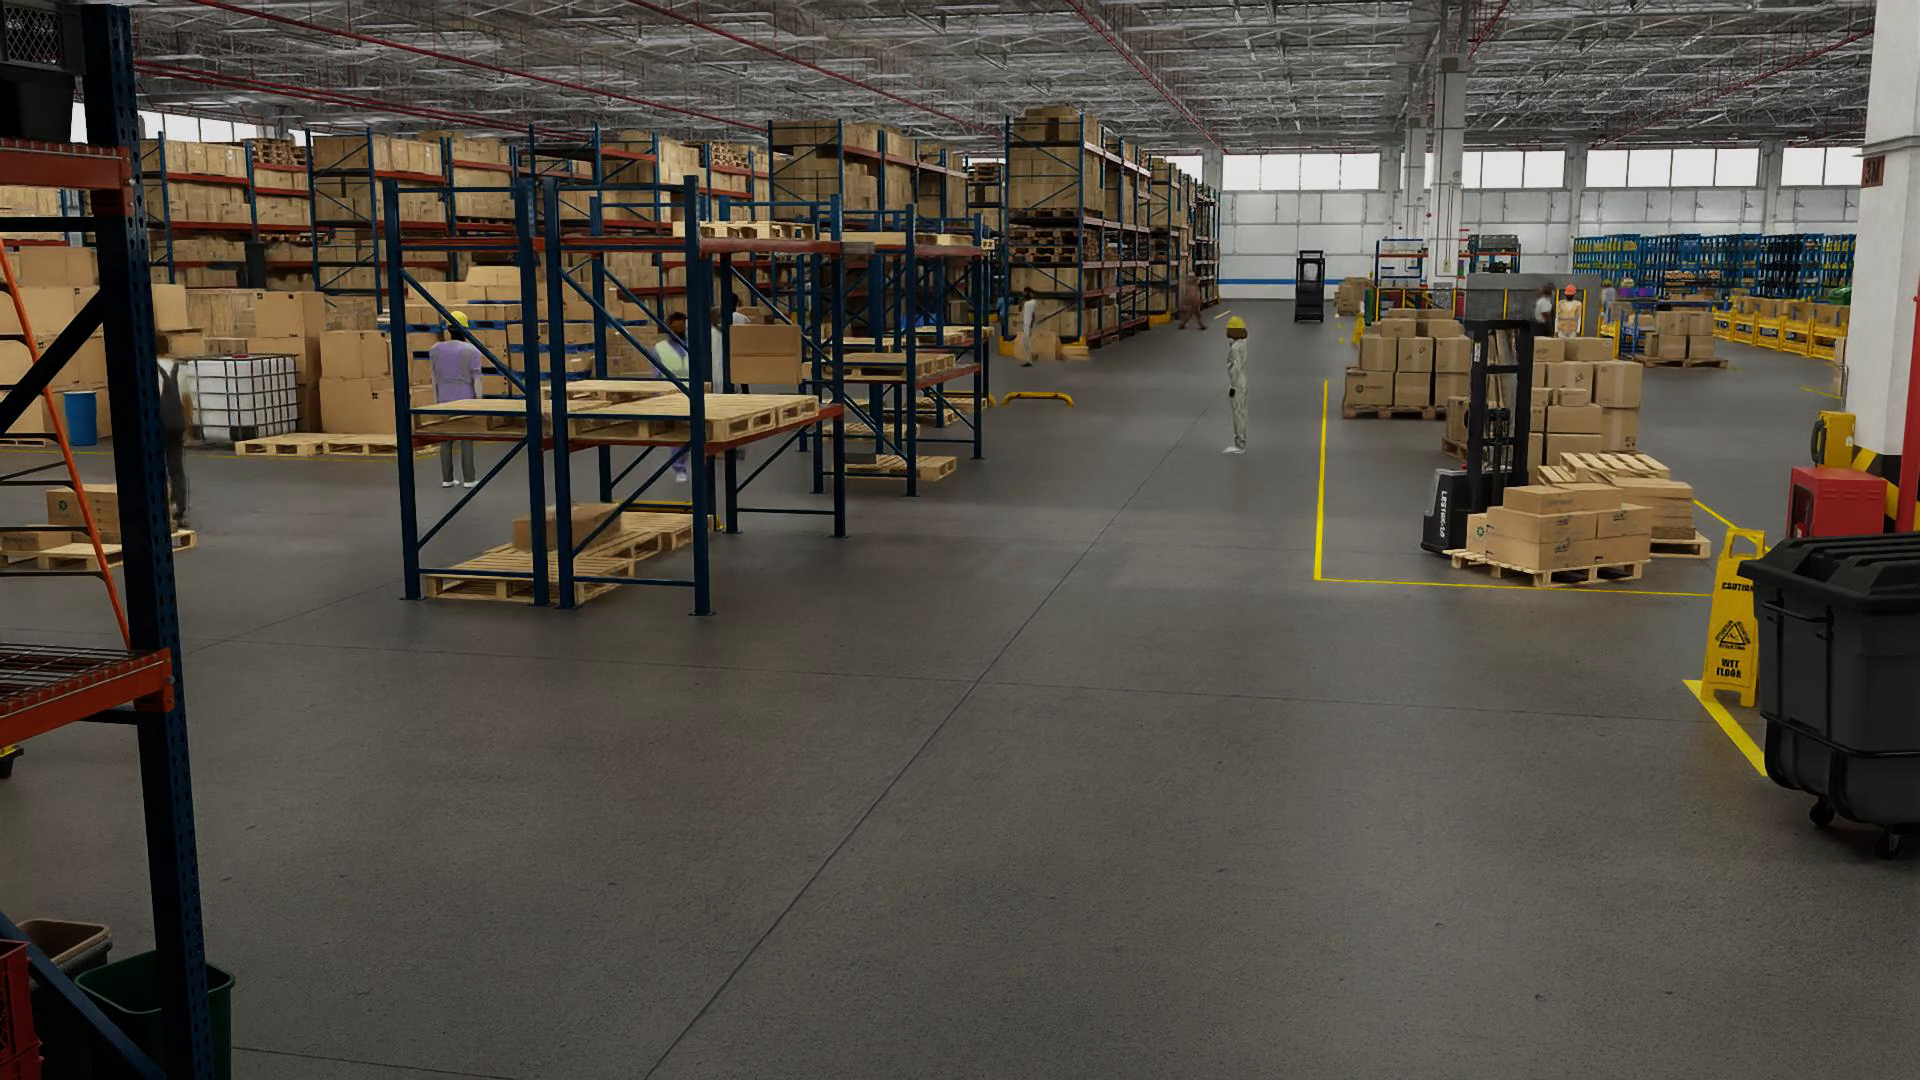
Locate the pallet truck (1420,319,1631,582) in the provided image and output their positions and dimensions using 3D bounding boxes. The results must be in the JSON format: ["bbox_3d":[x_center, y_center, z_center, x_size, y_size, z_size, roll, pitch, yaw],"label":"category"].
[{"bbox_3d":[4.543,-0.757,13.299,0.823,1.965,1.885,-4,10,-22],"label":"pallet truck"}]

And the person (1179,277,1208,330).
[{"bbox_3d":[8.166,-8.278,58.229,0.951,1.871,0.658,3,10,16],"label":"person"}]

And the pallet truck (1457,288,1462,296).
[{"bbox_3d":[20.506,-9.785,68.819,0.653,1.274,1.630,2,10,12],"label":"pallet truck"}]

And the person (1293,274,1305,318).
[{"bbox_3d":[14.193,-10.156,69.294,0.641,1.889,1.021,4,10,23],"label":"person"}]

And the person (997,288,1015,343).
[{"bbox_3d":[1.370,-6.469,48.073,0.557,1.660,0.793,2,10,12],"label":"person"}]

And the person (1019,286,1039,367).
[{"bbox_3d":[1.607,-4.896,38.235,0.461,1.856,0.520,-5,11,-26],"label":"person"}]

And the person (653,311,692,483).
[{"bbox_3d":[-3.107,-1.598,18.556,0.623,1.903,0.470,-4,11,-25],"label":"person"}]

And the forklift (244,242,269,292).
[{"bbox_3d":[-15.150,-5.024,35.956,1.873,2.768,1.129,-5,11,-28],"label":"forklift"}]

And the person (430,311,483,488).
[{"bbox_3d":[-5.440,-1.516,18.051,0.581,1.919,0.406,1,10,7],"label":"person"}]

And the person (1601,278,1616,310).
[{"bbox_3d":[22.051,-8.001,56.716,0.606,1.833,0.404,-5,11,-26],"label":"person"}]

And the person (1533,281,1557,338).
[{"bbox_3d":[12.964,-4.793,37.071,1.001,2.000,0.689,4,10,23],"label":"person"}]

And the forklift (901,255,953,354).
[{"bbox_3d":[-0.921,-6.032,41.928,1.129,2.768,1.873,2,10,12],"label":"forklift"}]

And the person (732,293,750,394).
[{"bbox_3d":[-3.597,-2.953,26.466,0.408,1.952,0.616,8,13,40],"label":"person"}]

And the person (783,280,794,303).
[{"bbox_3d":[-7.249,-10.192,70.367,0.520,1.594,0.871,2,10,11],"label":"person"}]

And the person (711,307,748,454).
[{"bbox_3d":[-2.934,-1.950,20.708,0.586,1.886,0.719,4,10,21],"label":"person"}]

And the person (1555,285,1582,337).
[{"bbox_3d":[13.161,-4.558,36.013,0.542,1.929,0.368,3,10,16],"label":"person"}]

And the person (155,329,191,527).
[{"bbox_3d":[-7.340,-1.019,15.321,0.421,1.833,0.536,6,11,30],"label":"person"}]

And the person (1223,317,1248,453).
[{"bbox_3d":[3.526,-1.979,21.288,0.312,1.744,0.487,4,10,20],"label":"person"}]

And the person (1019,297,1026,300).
[{"bbox_3d":[2.161,-7.467,53.917,0.536,1.699,0.318,-5,11,-27],"label":"person"}]

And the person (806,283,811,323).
[{"bbox_3d":[-5.195,-8.522,59.302,0.608,2.002,1.012,0,10,-1],"label":"person"}]

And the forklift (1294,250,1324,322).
[{"bbox_3d":[13.778,-10.002,65.433,1.129,2.768,1.873,2,10,12],"label":"forklift"}]
